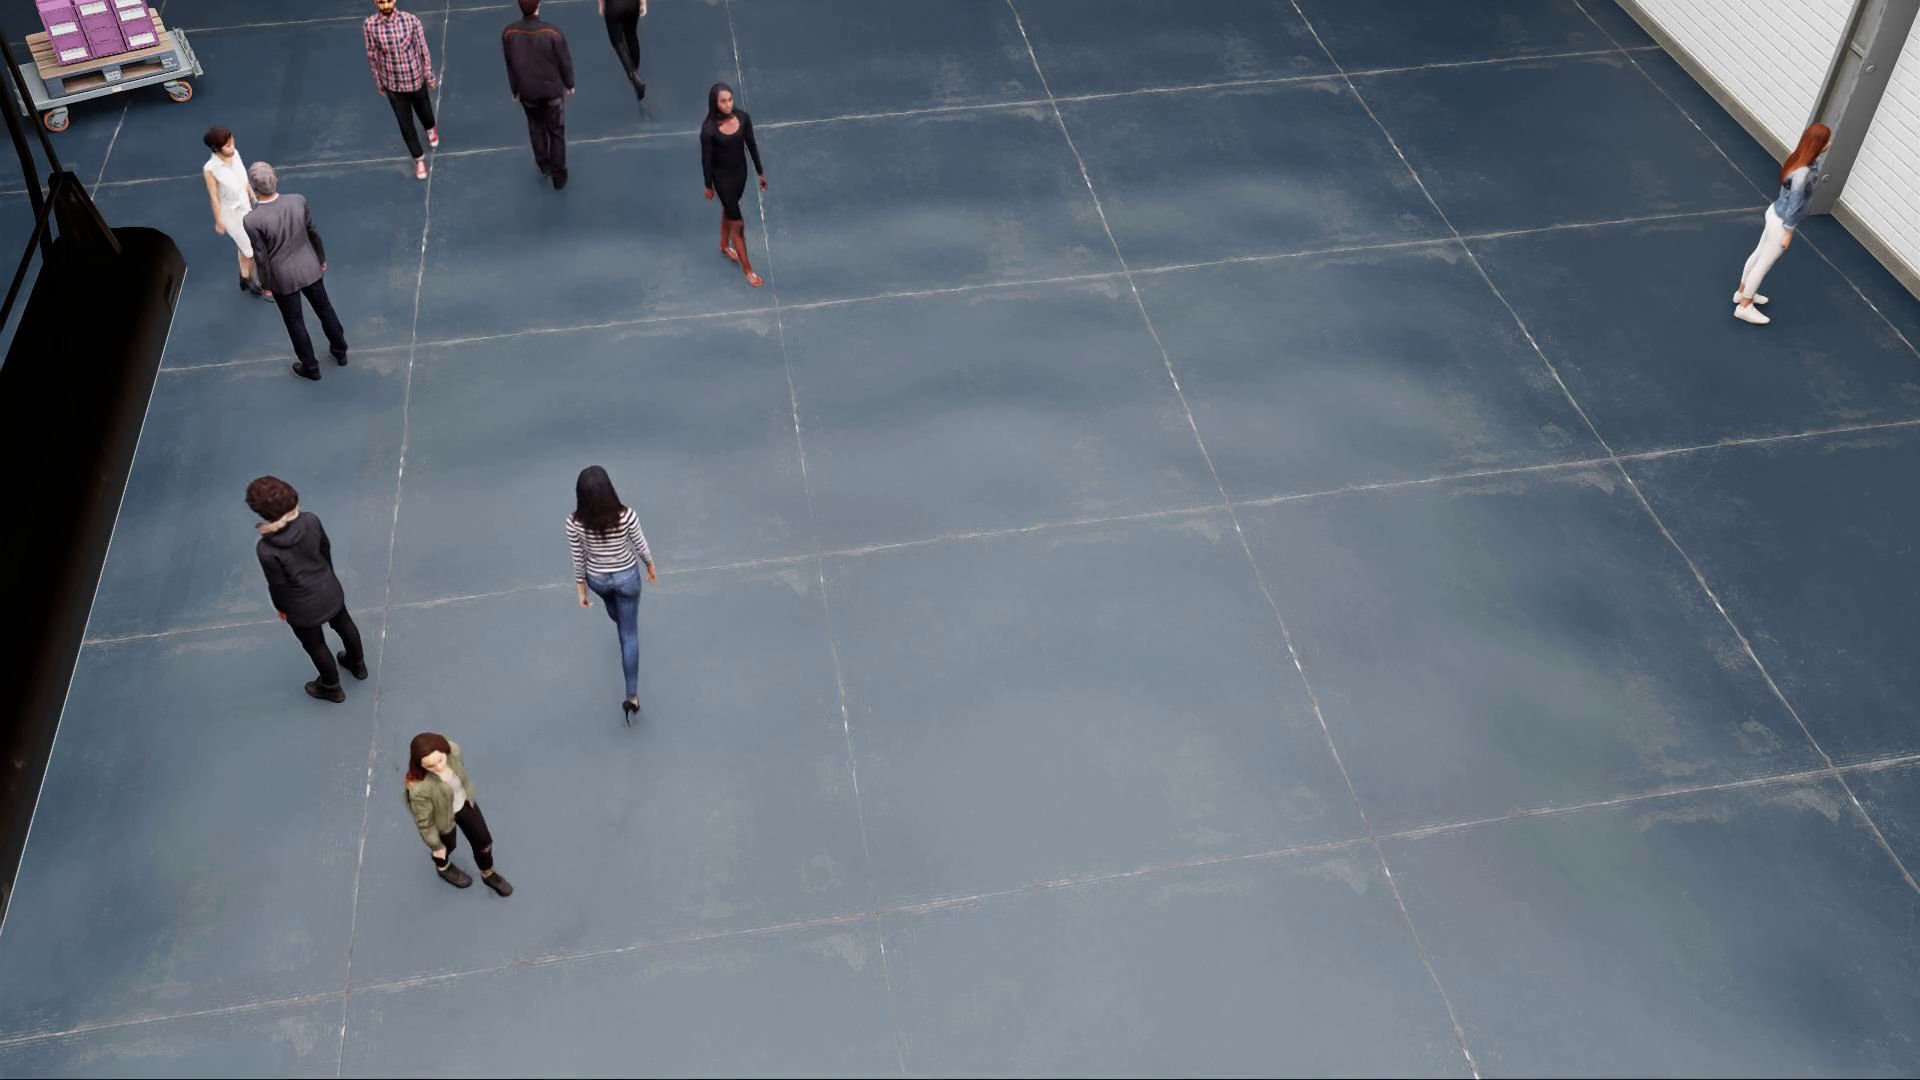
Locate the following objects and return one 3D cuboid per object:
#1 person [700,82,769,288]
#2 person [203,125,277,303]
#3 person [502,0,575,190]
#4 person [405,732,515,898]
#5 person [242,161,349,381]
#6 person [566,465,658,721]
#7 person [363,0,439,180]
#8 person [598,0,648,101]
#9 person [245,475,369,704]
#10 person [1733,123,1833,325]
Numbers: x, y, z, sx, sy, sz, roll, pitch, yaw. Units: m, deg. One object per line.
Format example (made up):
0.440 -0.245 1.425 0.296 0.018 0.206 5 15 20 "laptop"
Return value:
-1.952 -3.016 13.756 1.084 1.690 0.948 35 53 31 "person"
-5.936 -2.656 13.493 0.752 1.531 0.702 12 45 12 "person"
-3.687 -3.909 14.596 0.768 1.824 0.723 -1 44 -1 "person"
-2.875 1.481 9.212 0.868 1.447 0.812 17 46 17 "person"
-5.072 -2.051 12.633 0.835 1.841 0.811 32 52 29 "person"
-2.106 0.349 10.185 0.653 1.744 1.128 -5 44 -5 "person"
-4.984 -4.161 14.918 0.718 1.745 0.913 -10 44 -10 "person"
-3.197 -5.005 15.821 0.835 1.722 1.084 -18 47 -18 "person"
-3.992 0.306 10.205 0.798 1.778 0.730 23 48 22 "person"
6.534 -2.543 13.250 0.747 1.703 0.616 13 45 13 "person"
